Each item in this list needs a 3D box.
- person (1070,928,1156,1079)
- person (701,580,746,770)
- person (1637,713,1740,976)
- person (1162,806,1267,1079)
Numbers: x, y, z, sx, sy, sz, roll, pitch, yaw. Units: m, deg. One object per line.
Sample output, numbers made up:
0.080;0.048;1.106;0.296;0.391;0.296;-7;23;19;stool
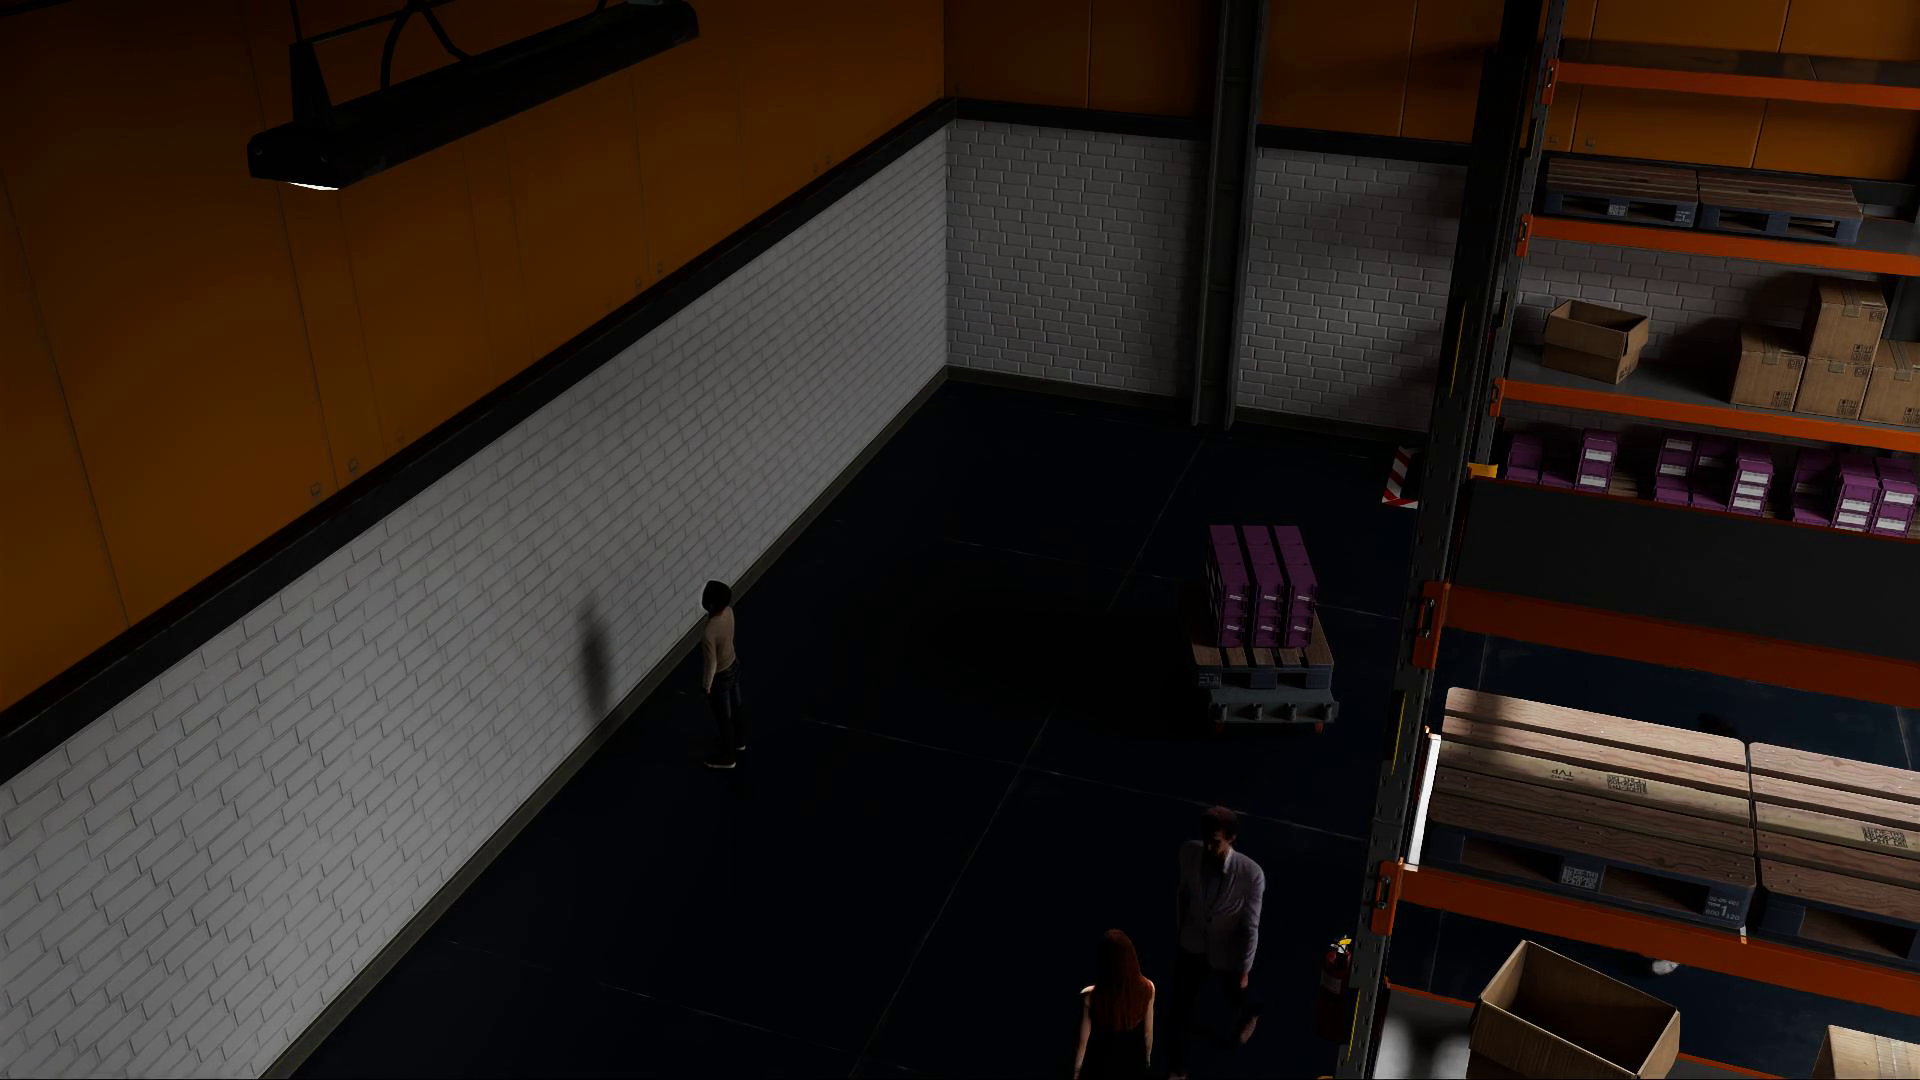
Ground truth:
0.765;2.670;8.232;0.741;1.718;0.789;-3;29;-6;person
-1.671;0.927;11.691;0.514;1.465;0.553;8;30;15;person
4.380;1.777;9.783;0.806;1.801;0.777;-6;29;-12;person
1.445;2.165;9.056;1.142;1.816;0.891;17;33;28;person
